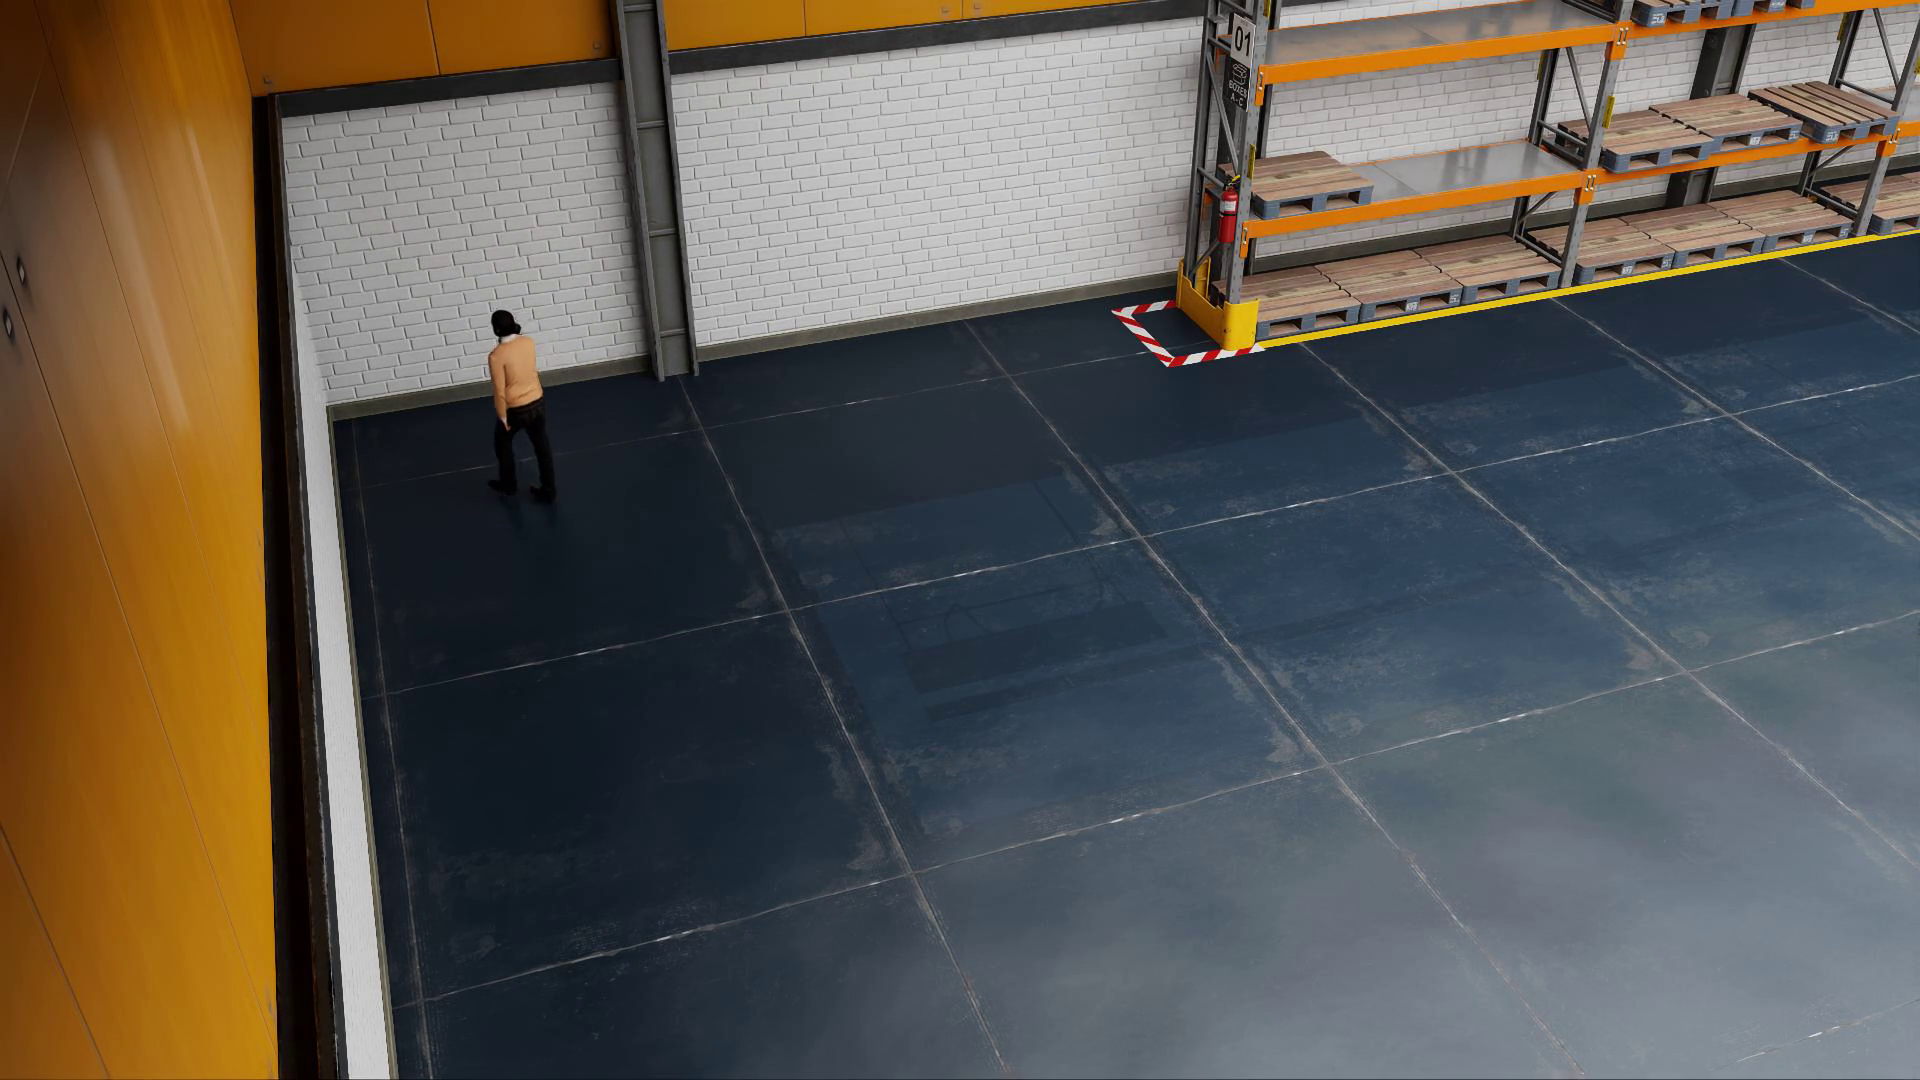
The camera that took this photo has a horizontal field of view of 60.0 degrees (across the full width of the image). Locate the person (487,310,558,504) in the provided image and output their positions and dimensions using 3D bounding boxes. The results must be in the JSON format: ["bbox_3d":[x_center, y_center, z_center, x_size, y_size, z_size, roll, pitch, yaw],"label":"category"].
[{"bbox_3d":[-3.554,-1.062,13.682,0.953,1.735,0.939,25,41,32],"label":"person"}]
